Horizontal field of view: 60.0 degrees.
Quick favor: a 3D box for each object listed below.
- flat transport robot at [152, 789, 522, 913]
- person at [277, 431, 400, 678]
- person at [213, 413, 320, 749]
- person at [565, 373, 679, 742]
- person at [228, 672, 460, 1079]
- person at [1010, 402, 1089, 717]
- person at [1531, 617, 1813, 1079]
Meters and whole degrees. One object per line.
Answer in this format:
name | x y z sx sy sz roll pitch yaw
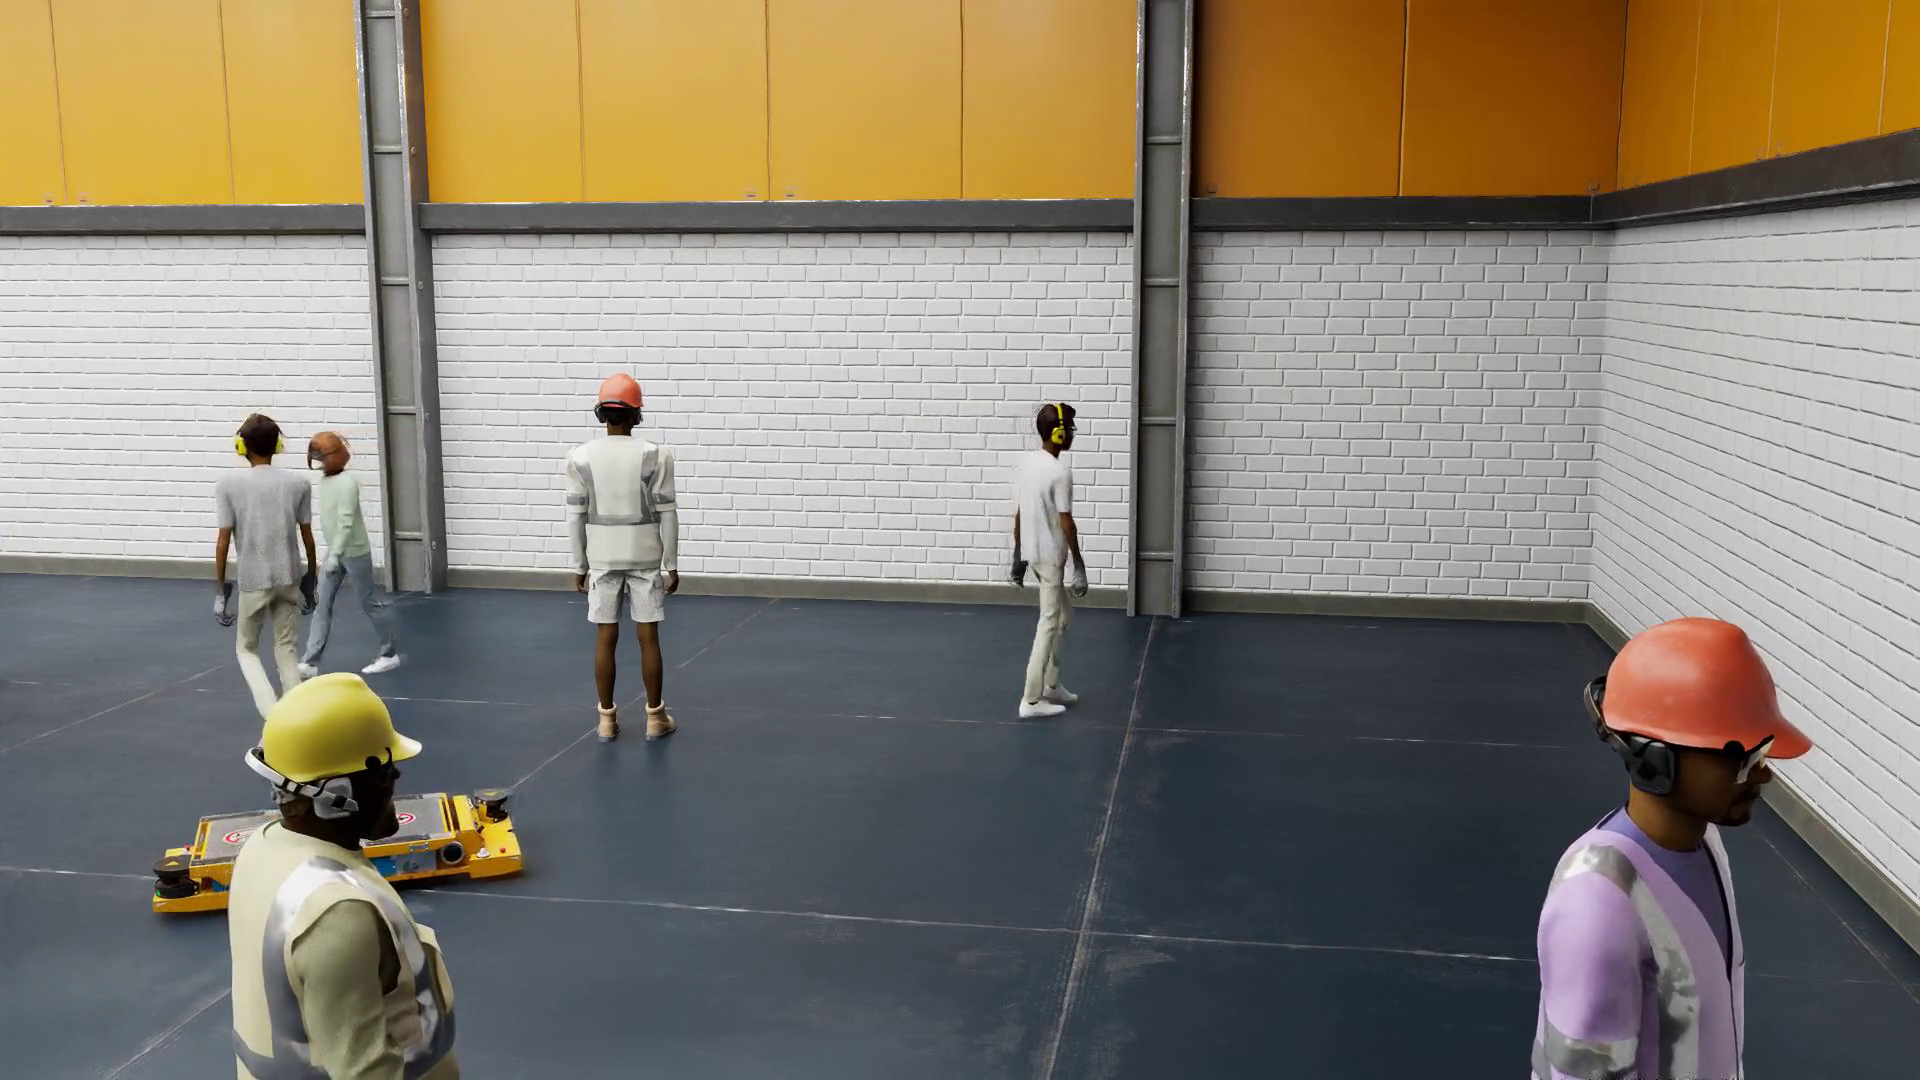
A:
flat transport robot | -2.659 1.318 7.160 1.431 0.197 0.652 -3 10 -20
person | -3.970 0.104 10.551 0.511 1.589 0.814 8 12 41
person | -3.705 0.256 8.879 0.577 1.843 0.449 -7 12 -38
person | -1.852 0.105 9.196 0.607 2.044 0.371 0 9 -2
person | -1.206 1.163 3.309 0.403 1.834 0.589 -7 11 -37
person | 0.582 0.118 9.726 0.626 1.843 0.550 -5 10 -27
person | 1.179 1.132 2.861 0.397 2.043 0.609 7 11 36
